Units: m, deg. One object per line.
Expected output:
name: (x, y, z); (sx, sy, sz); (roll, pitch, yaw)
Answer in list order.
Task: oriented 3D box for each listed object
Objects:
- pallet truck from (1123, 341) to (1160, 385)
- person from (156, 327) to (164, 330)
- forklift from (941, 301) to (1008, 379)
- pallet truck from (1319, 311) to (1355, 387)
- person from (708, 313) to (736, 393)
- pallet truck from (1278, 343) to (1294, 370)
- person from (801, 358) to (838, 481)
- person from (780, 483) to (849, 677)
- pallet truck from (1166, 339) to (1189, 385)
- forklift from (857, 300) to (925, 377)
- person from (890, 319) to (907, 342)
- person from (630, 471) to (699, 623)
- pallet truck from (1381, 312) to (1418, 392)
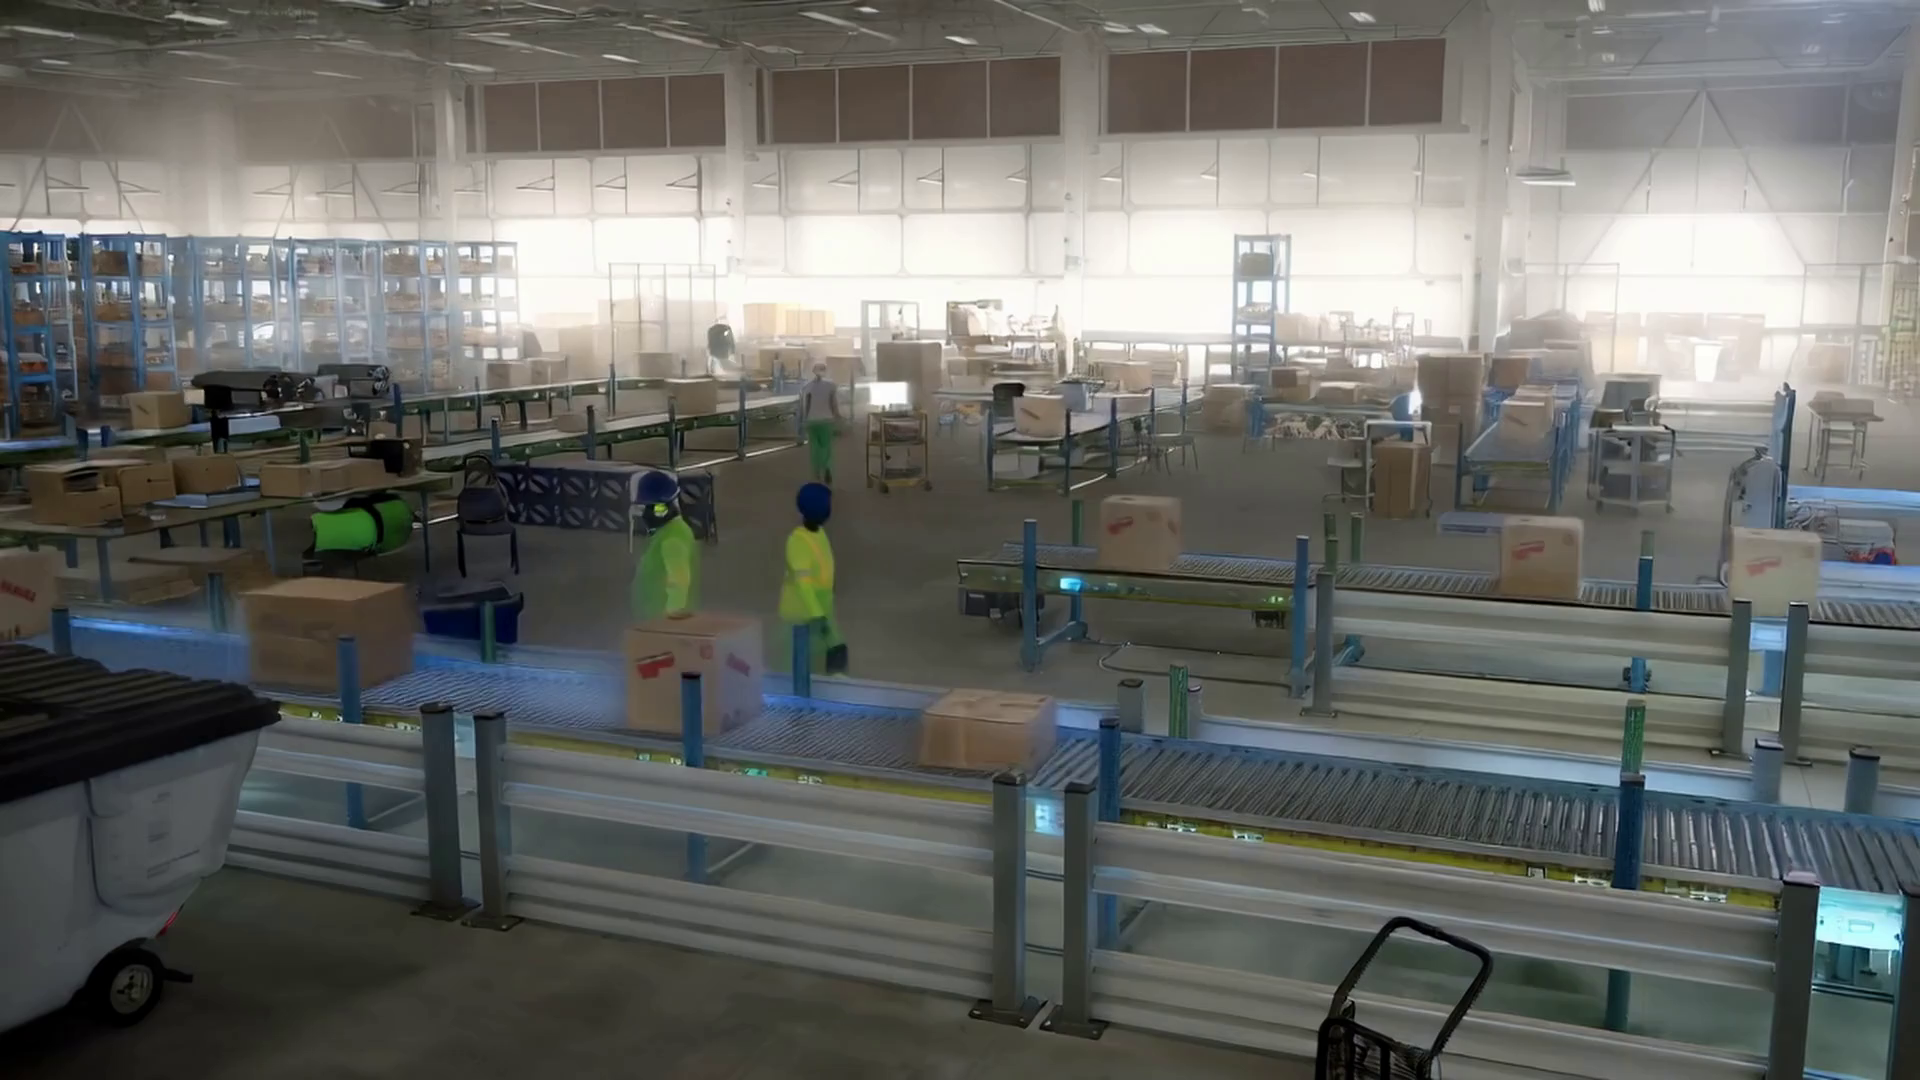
pallet truck: (4.445, -4.380, 41.279); (0.680, 1.201, 1.601); (4, 10, 22)
person: (-17.938, -4.029, 37.336); (0.577, 1.832, 0.397); (-7, 11, -35)
forklift: (0.365, -4.966, 41.571); (1.157, 1.987, 2.680); (3, 10, 20)
pallet truck: (9.071, -4.419, 39.190); (0.823, 1.965, 1.885); (5, 10, 26)
person: (-5.639, -4.491, 39.951); (0.665, 1.885, 0.682); (6, 11, 33)
pallet truck: (7.886, -4.163, 39.743); (0.653, 1.274, 1.630); (4, 10, 22)
person: (-1.956, -1.668, 23.262); (0.532, 1.745, 0.683); (-1, 9, -8)
person: (-0.878, 0.470, 10.566); (0.622, 1.670, 0.533); (3, 10, 18)
pallet truck: (5.418, -4.269, 40.420); (0.704, 1.261, 1.522); (3, 10, 20)
forklift: (-1.732, -5.109, 42.468); (1.157, 1.987, 2.680); (4, 10, 22)
person: (-1.348, -4.072, 37.584); (0.404, 1.832, 0.600); (-6, 11, -31)
person: (-1.765, 0.492, 9.963); (0.403, 1.822, 0.589); (-2, 10, -12)
pallet truck: (10.207, -4.283, 38.369); (0.823, 1.965, 1.885); (3, 10, 20)
